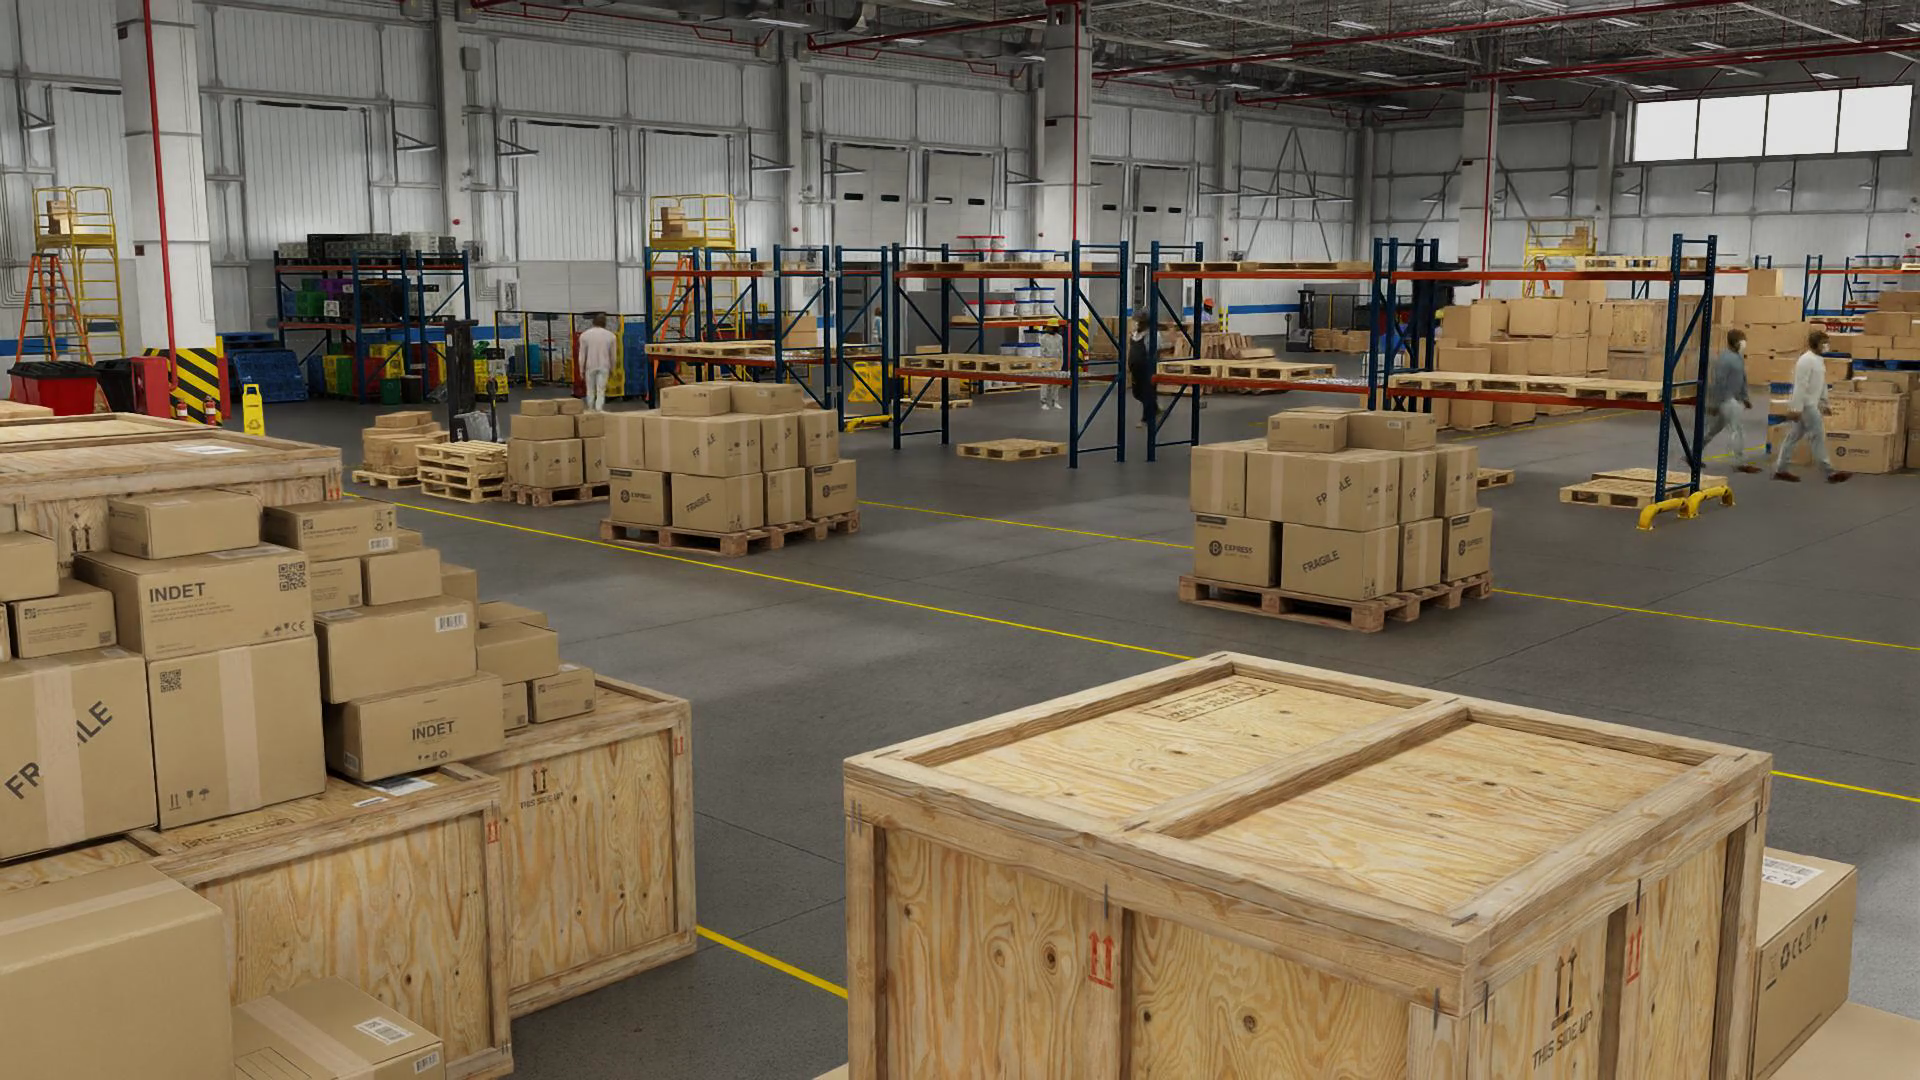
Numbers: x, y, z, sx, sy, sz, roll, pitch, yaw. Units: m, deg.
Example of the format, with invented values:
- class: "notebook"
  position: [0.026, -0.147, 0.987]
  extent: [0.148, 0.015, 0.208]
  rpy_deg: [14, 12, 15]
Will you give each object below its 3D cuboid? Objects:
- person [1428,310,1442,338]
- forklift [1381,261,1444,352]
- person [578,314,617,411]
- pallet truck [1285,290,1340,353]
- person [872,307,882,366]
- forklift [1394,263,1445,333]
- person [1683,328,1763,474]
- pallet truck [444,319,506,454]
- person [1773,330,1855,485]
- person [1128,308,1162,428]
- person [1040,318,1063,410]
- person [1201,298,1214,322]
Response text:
- class: "person"
  position: [8.697, -3.264, 30.512]
  extent: [0.408, 1.911, 0.602]
  rpy_deg: [8, 12, 40]
- class: "forklift"
  position: [11.093, -5.216, 39.526]
  extent: [1.873, 2.768, 1.129]
  rpy_deg: [8, 12, 39]
- class: "person"
  position: [-6.181, -2.909, 28.441]
  extent: [0.651, 1.878, 0.990]
  rpy_deg: [-1, 9, -6]
- class: "pallet truck"
  position: [11.297, -6.951, 52.861]
  extent: [1.885, 1.965, 0.823]
  rpy_deg: [-5, 11, -29]
- class: "person"
  position: [-2.180, -5.395, 44.452]
  extent: [0.321, 1.632, 0.523]
  rpy_deg: [-1, 9, -7]
- class: "forklift"
  position: [12.952, -6.290, 46.107]
  extent: [1.129, 2.768, 1.873]
  rpy_deg: [-3, 10, -20]
- class: "person"
  position: [10.043, -1.834, 21.844]
  extent: [1.018, 1.897, 0.643]
  rpy_deg: [7, 12, 39]
- class: "pallet truck"
  position: [-6.981, -1.942, 22.150]
  extent: [1.885, 1.965, 0.823]
  rpy_deg: [1, 9, 9]
- class: "person"
  position: [10.594, -1.627, 20.529]
  extent: [0.987, 1.889, 0.653]
  rpy_deg: [7, 12, 37]
- class: "person"
  position: [3.147, -2.904, 27.917]
  extent: [0.726, 2.000, 0.700]
  rpy_deg: [-6, 11, -31]
- class: "person"
  position: [1.739, -3.324, 31.430]
  extent: [0.486, 1.737, 0.322]
  rpy_deg: [-5, 11, -28]
- class: "person"
  position: [6.133, -5.051, 41.419]
  extent: [0.371, 1.931, 0.543]
  rpy_deg: [4, 10, 21]
